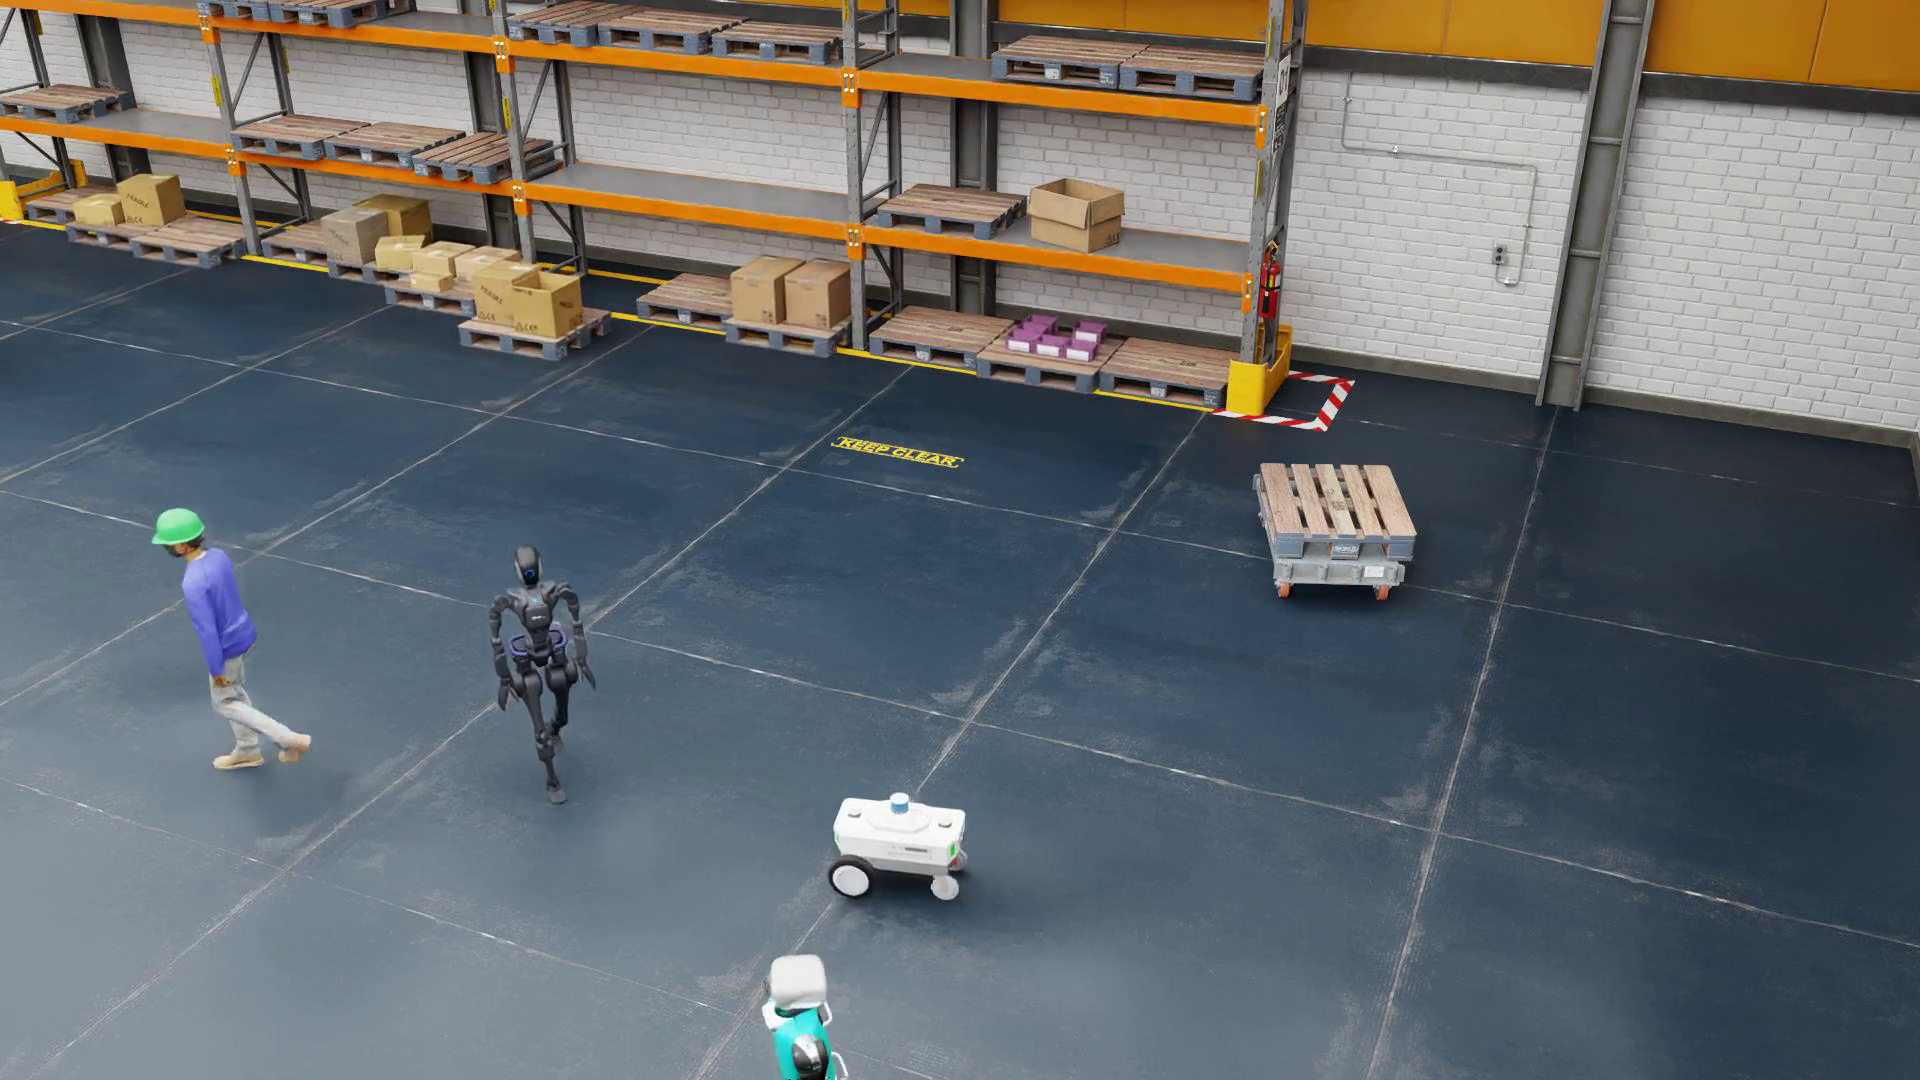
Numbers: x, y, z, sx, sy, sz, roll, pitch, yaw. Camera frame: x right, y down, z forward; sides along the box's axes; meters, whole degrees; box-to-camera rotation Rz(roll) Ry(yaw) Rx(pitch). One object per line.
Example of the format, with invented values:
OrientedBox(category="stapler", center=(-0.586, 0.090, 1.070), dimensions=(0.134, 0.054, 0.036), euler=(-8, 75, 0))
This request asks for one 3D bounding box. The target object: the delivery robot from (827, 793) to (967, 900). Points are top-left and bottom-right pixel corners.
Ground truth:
OrientedBox(category="delivery robot", center=(-0.347, 1.686, 9.336), dimensions=(0.768, 0.581, 0.499), euler=(5, 28, 9))

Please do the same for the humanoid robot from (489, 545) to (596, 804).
OrientedBox(category="humanoid robot", center=(-2.537, 0.736, 10.034), dimensions=(0.585, 1.654, 0.728), euler=(-12, 30, -22))

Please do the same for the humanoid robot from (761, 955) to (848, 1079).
OrientedBox(category="humanoid robot", center=(-0.372, 2.376, 6.752), dimensions=(0.801, 1.792, 0.530), euler=(-9, 29, -18))

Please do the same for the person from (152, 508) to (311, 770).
OrientedBox(category="person", center=(-4.364, 0.632, 9.993), dimensions=(0.599, 1.844, 0.494), euler=(0, 27, 0))
